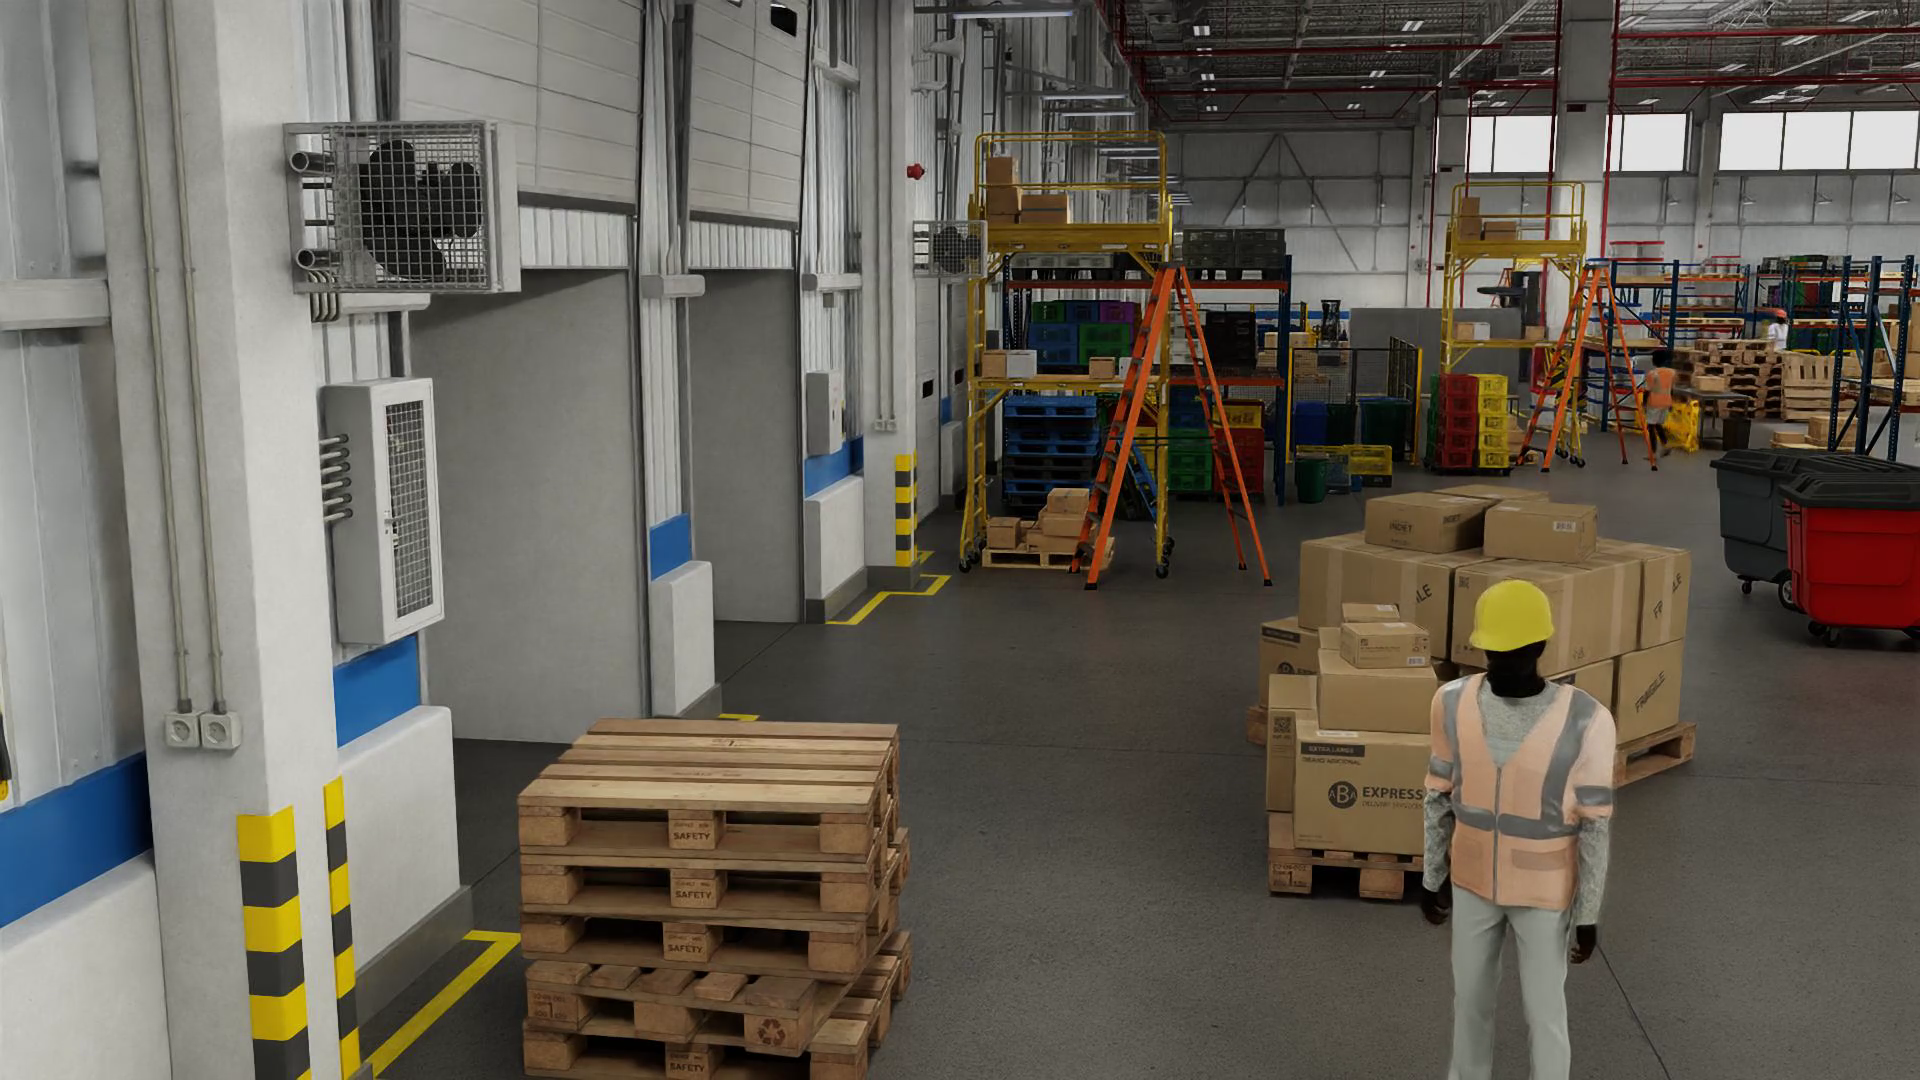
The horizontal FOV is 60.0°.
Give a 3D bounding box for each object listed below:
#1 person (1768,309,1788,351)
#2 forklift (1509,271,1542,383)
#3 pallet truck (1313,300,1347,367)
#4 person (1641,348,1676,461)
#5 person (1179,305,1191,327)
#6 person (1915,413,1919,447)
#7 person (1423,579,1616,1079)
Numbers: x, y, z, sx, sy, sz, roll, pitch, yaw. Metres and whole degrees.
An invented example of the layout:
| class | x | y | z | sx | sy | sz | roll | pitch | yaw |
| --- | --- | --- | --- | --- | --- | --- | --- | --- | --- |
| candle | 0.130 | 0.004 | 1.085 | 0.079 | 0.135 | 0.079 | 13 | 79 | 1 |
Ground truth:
| class | x | y | z | sx | sy | sz | roll | pitch | yaw |
| --- | --- | --- | --- | --- | --- | --- | --- | --- | --- |
| person | 20.076 | -4.726 | 40.924 | 0.553 | 1.908 | 0.873 | -2 | 9 | -13 |
| forklift | 14.092 | -5.322 | 41.590 | 1.873 | 2.768 | 1.129 | -2 | 9 | -11 |
| pallet truck | 11.159 | -6.200 | 49.718 | 0.823 | 1.965 | 1.885 | 4 | 10 | 26 |
| person | 10.443 | -2.025 | 24.925 | 0.547 | 1.679 | 0.370 | -3 | 10 | -20 |
| person | 6.088 | -5.364 | 44.781 | 0.543 | 1.930 | 0.389 | -7 | 12 | -37 |
| person | 15.663 | -2.356 | 26.811 | 0.319 | 1.739 | 0.485 | 9 | 13 | 43 |
| person | 1.703 | 1.063 | 5.177 | 0.587 | 1.918 | 0.398 | 8 | 12 | 39 |
